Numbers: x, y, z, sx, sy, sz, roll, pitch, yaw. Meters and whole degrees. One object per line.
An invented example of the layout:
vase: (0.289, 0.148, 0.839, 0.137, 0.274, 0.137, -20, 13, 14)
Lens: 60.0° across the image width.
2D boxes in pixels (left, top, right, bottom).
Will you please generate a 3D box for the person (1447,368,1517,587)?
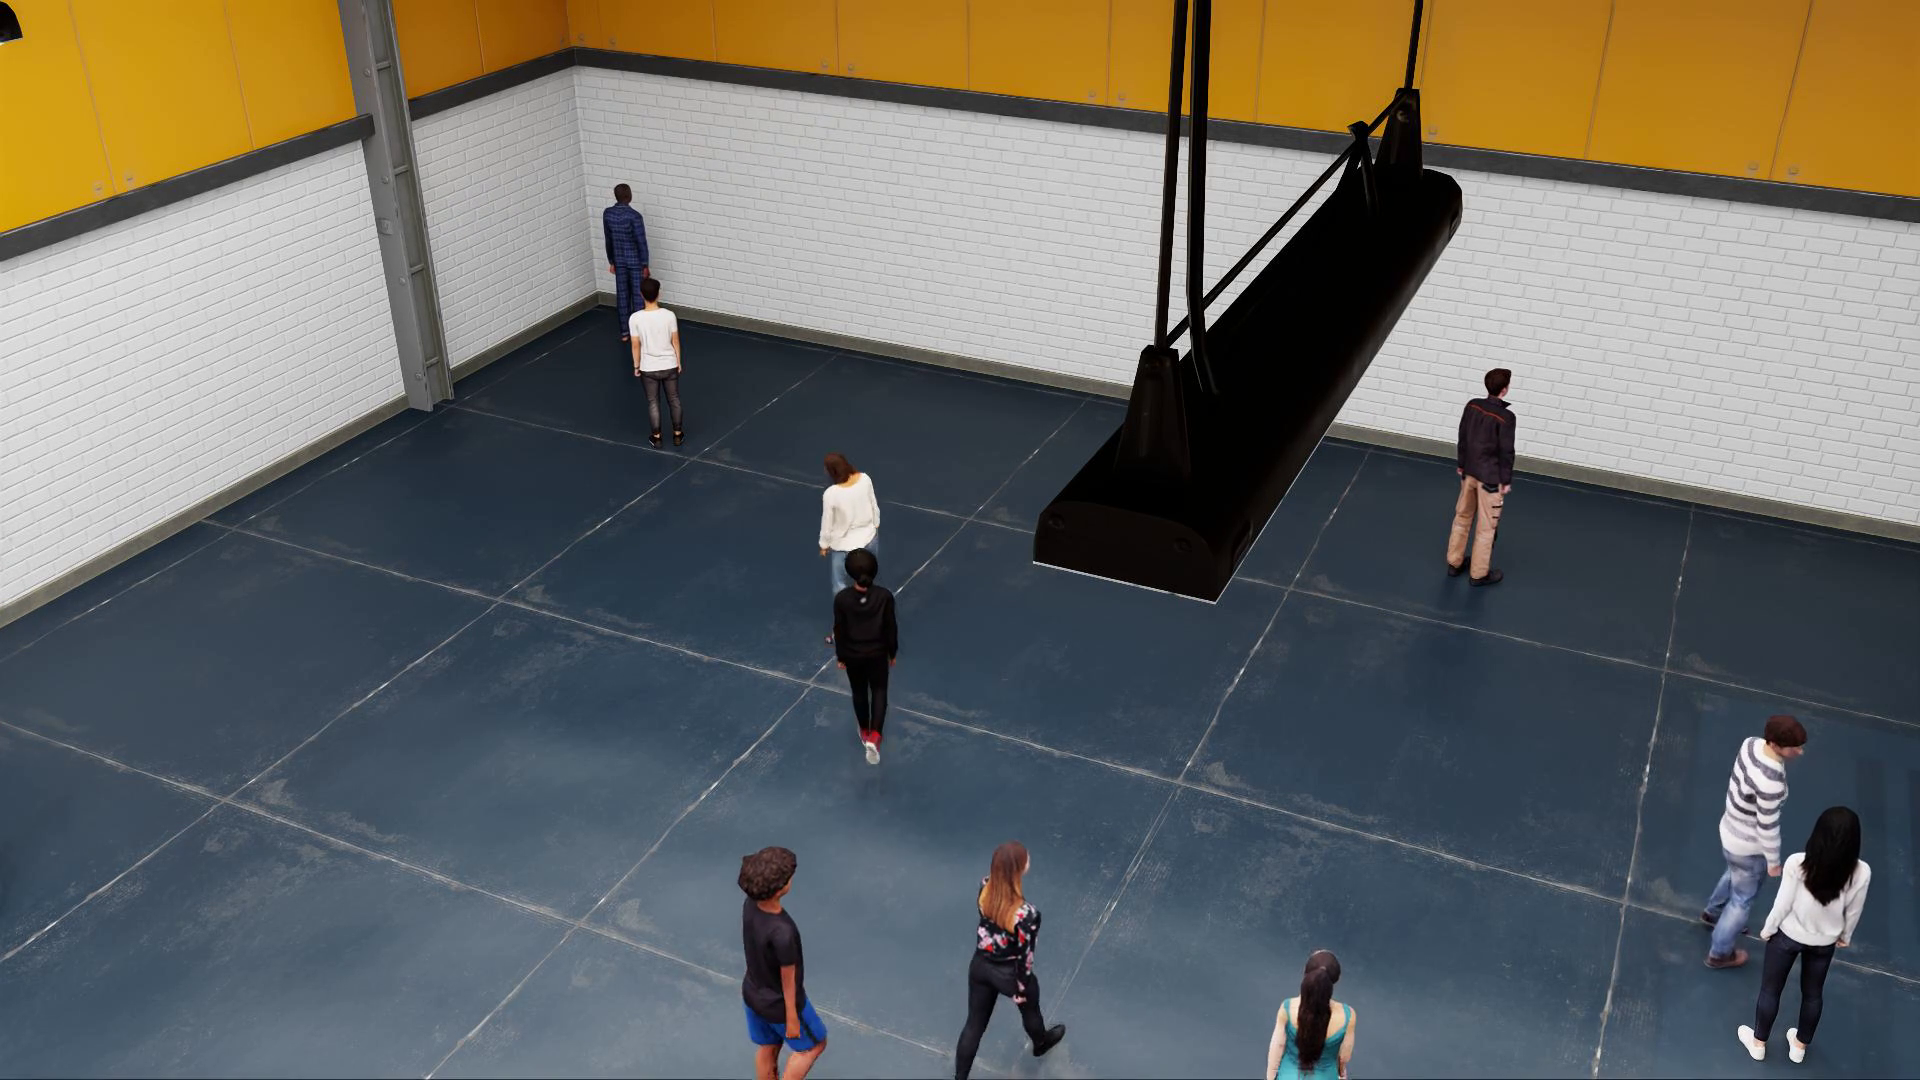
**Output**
person: (4.366, -0.536, 13.873, 0.788, 1.924, 0.790, -18, 34, -30)

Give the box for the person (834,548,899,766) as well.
person: (-0.651, 0.834, 11.640, 0.873, 1.657, 1.025, -3, 29, -5)

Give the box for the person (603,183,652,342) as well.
person: (-3.733, -3.124, 18.722, 0.682, 1.824, 0.602, 10, 30, 18)

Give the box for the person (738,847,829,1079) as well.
person: (-1.027, 2.394, 8.647, 0.771, 1.786, 0.754, -19, 34, -31)

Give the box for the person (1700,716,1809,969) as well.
person: (4.557, 1.769, 9.751, 0.883, 1.824, 0.701, -1, 29, -2)

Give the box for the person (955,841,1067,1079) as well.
person: (0.169, 2.340, 8.896, 0.797, 1.642, 1.132, 24, 37, 37)

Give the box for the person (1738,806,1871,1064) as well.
person: (4.651, 2.170, 9.146, 0.684, 1.700, 0.653, 3, 29, 6)

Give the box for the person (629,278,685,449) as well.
person: (-2.959, -1.728, 16.276, 0.700, 1.716, 0.737, -7, 29, -13)

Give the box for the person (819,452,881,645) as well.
person: (-0.807, 0.022, 13.135, 0.717, 1.652, 0.839, -8, 30, -14)

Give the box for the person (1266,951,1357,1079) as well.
person: (1.684, 2.736, 8.136, 0.583, 1.675, 0.598, 6, 29, 11)
